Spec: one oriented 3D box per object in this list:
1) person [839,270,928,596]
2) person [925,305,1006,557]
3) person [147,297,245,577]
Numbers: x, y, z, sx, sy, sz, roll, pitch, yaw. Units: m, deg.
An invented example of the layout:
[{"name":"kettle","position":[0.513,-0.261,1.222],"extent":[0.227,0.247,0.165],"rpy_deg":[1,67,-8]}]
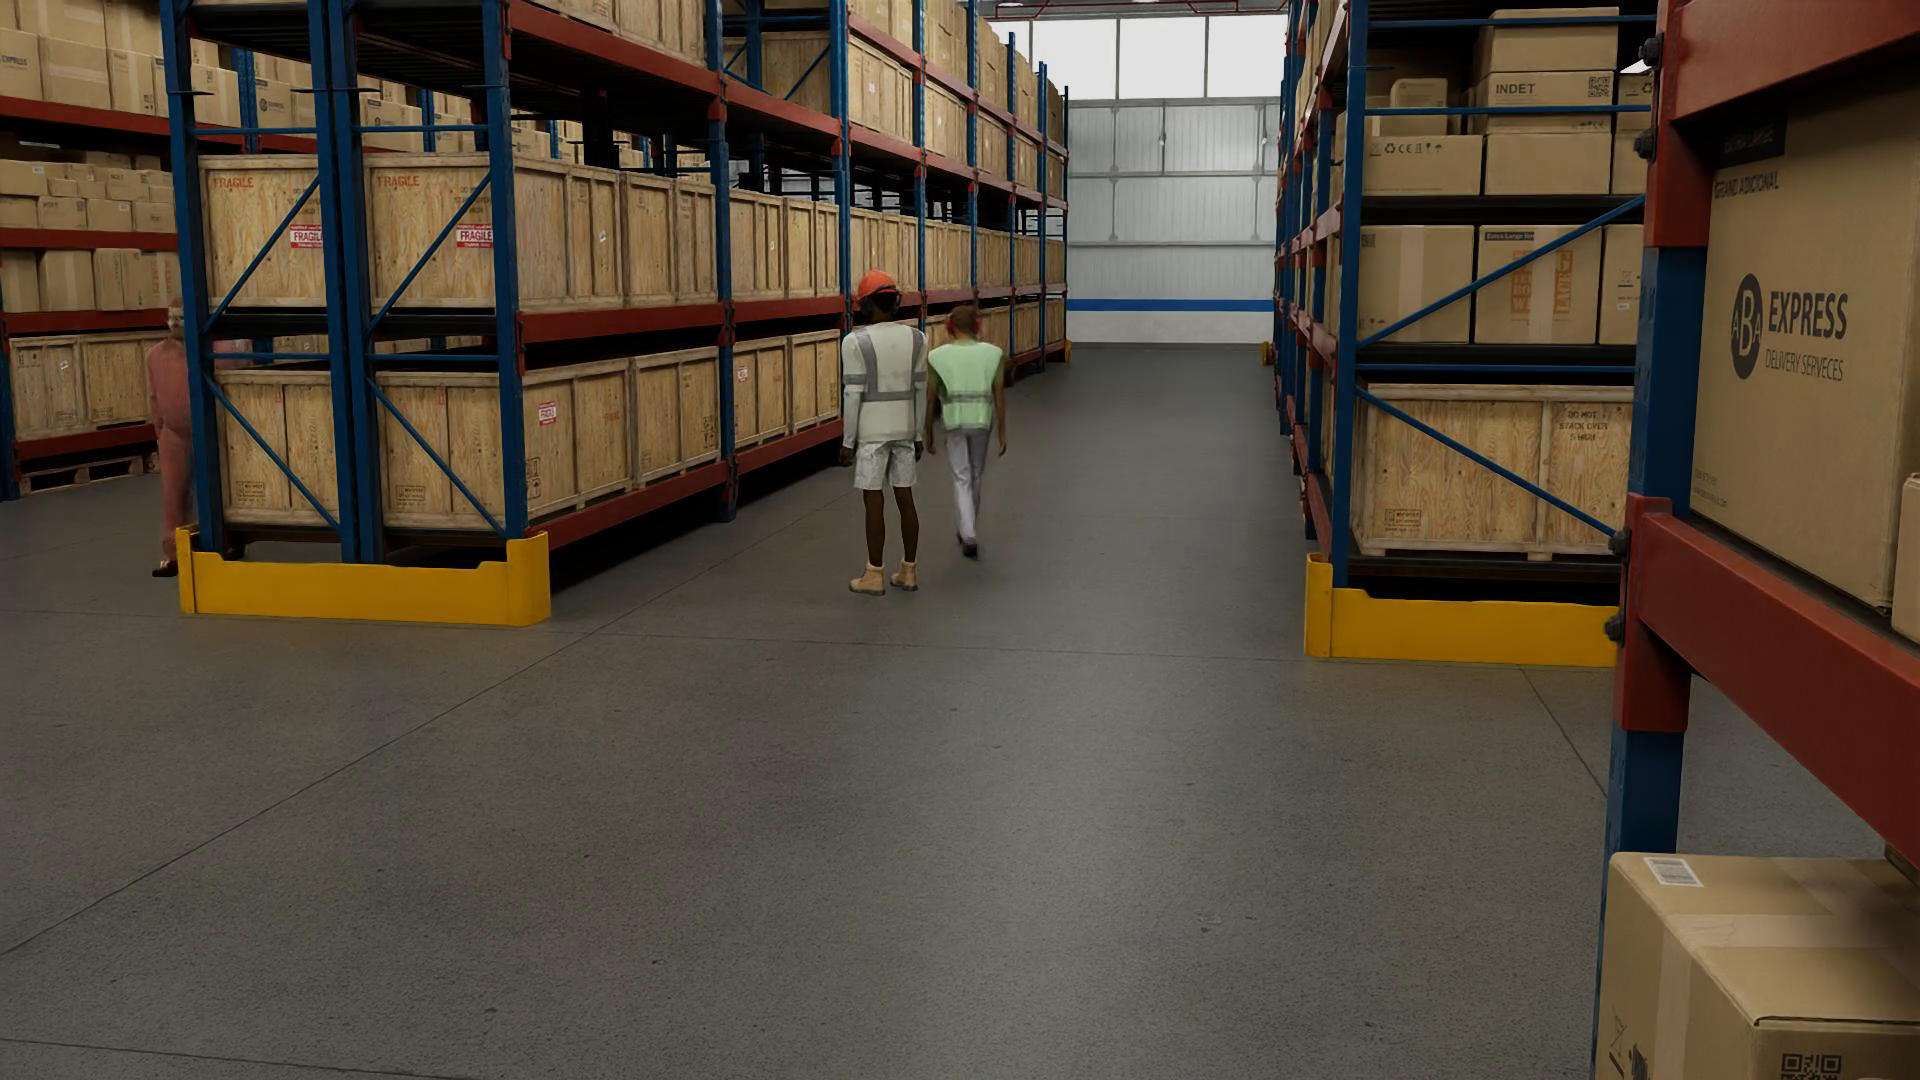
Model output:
[{"name":"person","position":[-0.492,-0.666,10.442],"extent":[0.604,2.034,0.386],"rpy_deg":[-6,11,-34]},{"name":"person","position":[0.042,-0.796,11.996],"extent":[0.573,1.798,0.975],"rpy_deg":[-2,9,-10]},{"name":"person","position":[-5.187,-0.715,11.300],"extent":[0.663,1.857,0.990],"rpy_deg":[0,9,1]}]
